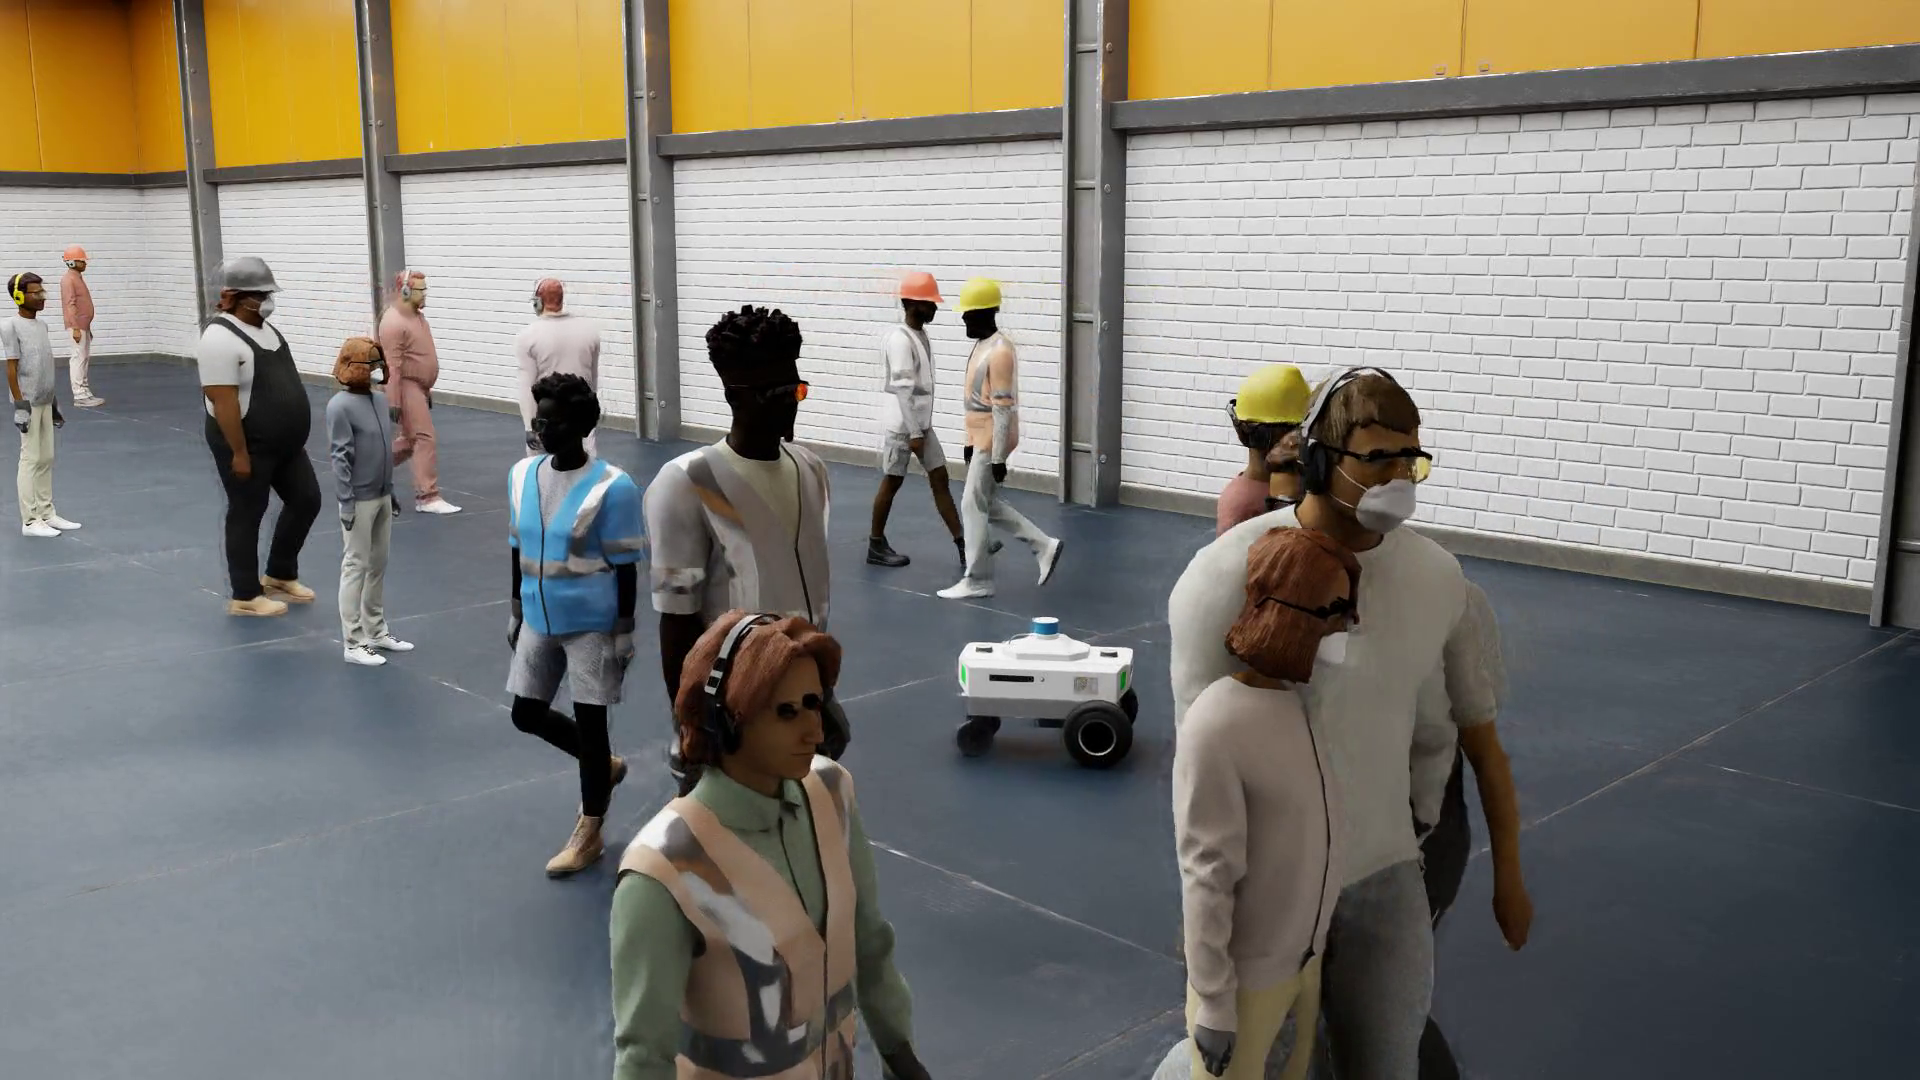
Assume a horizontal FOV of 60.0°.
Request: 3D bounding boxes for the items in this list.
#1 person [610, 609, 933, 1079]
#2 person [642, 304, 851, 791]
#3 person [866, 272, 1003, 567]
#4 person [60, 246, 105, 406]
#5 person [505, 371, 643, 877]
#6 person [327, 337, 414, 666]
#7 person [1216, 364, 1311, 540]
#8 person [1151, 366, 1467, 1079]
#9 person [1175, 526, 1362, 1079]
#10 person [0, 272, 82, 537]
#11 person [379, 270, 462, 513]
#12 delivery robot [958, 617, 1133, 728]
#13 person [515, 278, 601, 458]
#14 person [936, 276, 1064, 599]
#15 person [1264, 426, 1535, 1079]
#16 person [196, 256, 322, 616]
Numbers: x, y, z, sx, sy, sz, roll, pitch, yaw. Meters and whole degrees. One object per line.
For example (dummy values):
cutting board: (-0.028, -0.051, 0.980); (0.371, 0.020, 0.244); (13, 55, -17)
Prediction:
person: (-0.226, 0.893, 2.454); (0.728, 1.610, 0.536); (5, 11, 24)
person: (-0.508, 0.401, 4.157); (0.368, 1.967, 0.600); (7, 13, 34)
person: (-0.197, -0.741, 10.568); (0.953, 1.890, 0.576); (4, 11, 19)
person: (-11.026, -2.672, 20.841); (0.375, 1.995, 0.609); (-3, 11, -16)
person: (-1.285, 0.268, 5.625); (0.548, 1.686, 0.448); (5, 12, 26)
person: (-2.969, -0.200, 8.345); (0.267, 1.632, 0.509); (2, 11, 9)
person: (0.888, 0.373, 4.860); (0.310, 1.769, 0.522); (5, 11, 24)
person: (0.638, 0.615, 3.165); (0.633, 1.915, 0.855); (-4, 11, -21)
person: (0.559, 0.778, 3.012); (0.284, 1.632, 0.498); (8, 13, 37)
person: (-6.576, -0.964, 11.858); (0.329, 1.876, 0.508); (0, 10, -1)
person: (-4.304, -1.130, 12.768); (0.780, 1.877, 0.658); (-1, 10, -4)
delivery robot: (0.353, 0.563, 6.873); (0.707, 0.478, 0.477); (2, 10, 9)
person: (-2.717, -0.842, 11.307); (0.632, 1.856, 1.023); (-8, 13, -36)
person: (0.235, -0.585, 9.718); (0.685, 1.898, 0.605); (-1, 10, -6)
person: (0.884, 0.638, 3.394); (0.812, 1.794, 0.522); (-5, 12, -27)
person: (-3.901, -0.577, 9.290); (0.549, 2.000, 0.713); (1, 10, 6)
